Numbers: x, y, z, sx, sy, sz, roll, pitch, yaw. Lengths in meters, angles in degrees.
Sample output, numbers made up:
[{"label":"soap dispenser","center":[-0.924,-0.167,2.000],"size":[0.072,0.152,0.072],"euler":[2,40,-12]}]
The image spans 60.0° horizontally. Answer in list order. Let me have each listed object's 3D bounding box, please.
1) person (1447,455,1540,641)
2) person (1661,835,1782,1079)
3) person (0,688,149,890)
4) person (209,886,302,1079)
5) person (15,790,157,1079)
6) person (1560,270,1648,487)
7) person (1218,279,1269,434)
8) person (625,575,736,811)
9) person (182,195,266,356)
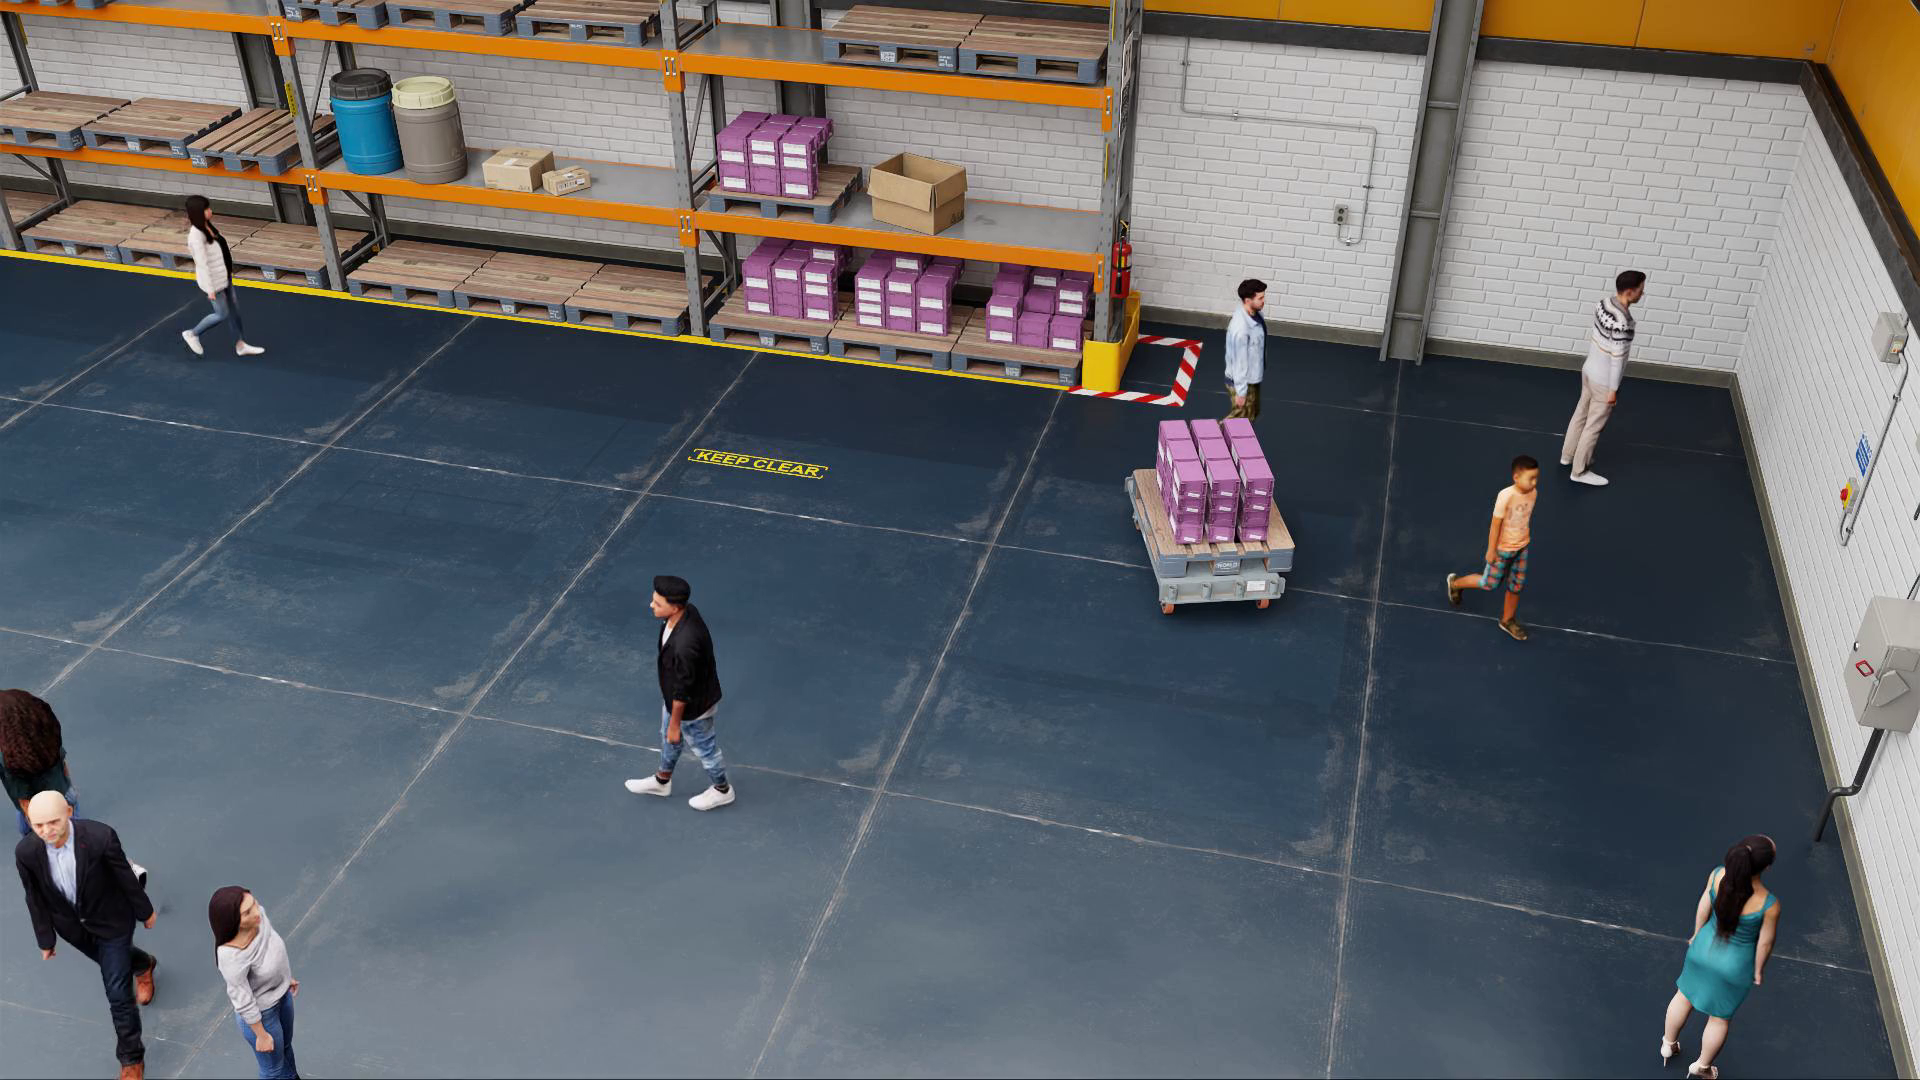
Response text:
[{"label":"person","center":[3.897,0.012,12.000],"size":[0.888,1.440,0.955],"euler":[-19,38,-26]},{"label":"person","center":[3.924,2.150,8.560],"size":[0.679,1.687,0.591],"euler":[-24,41,-32]},{"label":"person","center":[-5.192,1.521,9.586],"size":[0.983,1.600,0.645],"euler":[5,34,7]},{"label":"person","center":[-3.490,2.338,8.327],"size":[0.619,1.633,0.661],"euler":[-2,34,-3]},{"label":"person","center":[-4.548,1.956,8.772],"size":[1.251,1.775,1.098],"euler":[-6,34,-9]},{"label":"person","center":[5.288,-1.365,13.692],"size":[0.645,1.859,0.741],"euler":[0,34,0]},{"label":"person","center":[2.267,-1.335,13.698],"size":[0.856,1.802,0.705],"euler":[10,35,15]},{"label":"person","center":[-1.594,0.943,10.278],"size":[1.067,1.795,0.951],"euler":[-7,34,-10]},{"label":"person","center":[-7.023,-2.429,15.509],"size":[1.012,1.622,0.834],"euler":[-4,34,-7]}]
